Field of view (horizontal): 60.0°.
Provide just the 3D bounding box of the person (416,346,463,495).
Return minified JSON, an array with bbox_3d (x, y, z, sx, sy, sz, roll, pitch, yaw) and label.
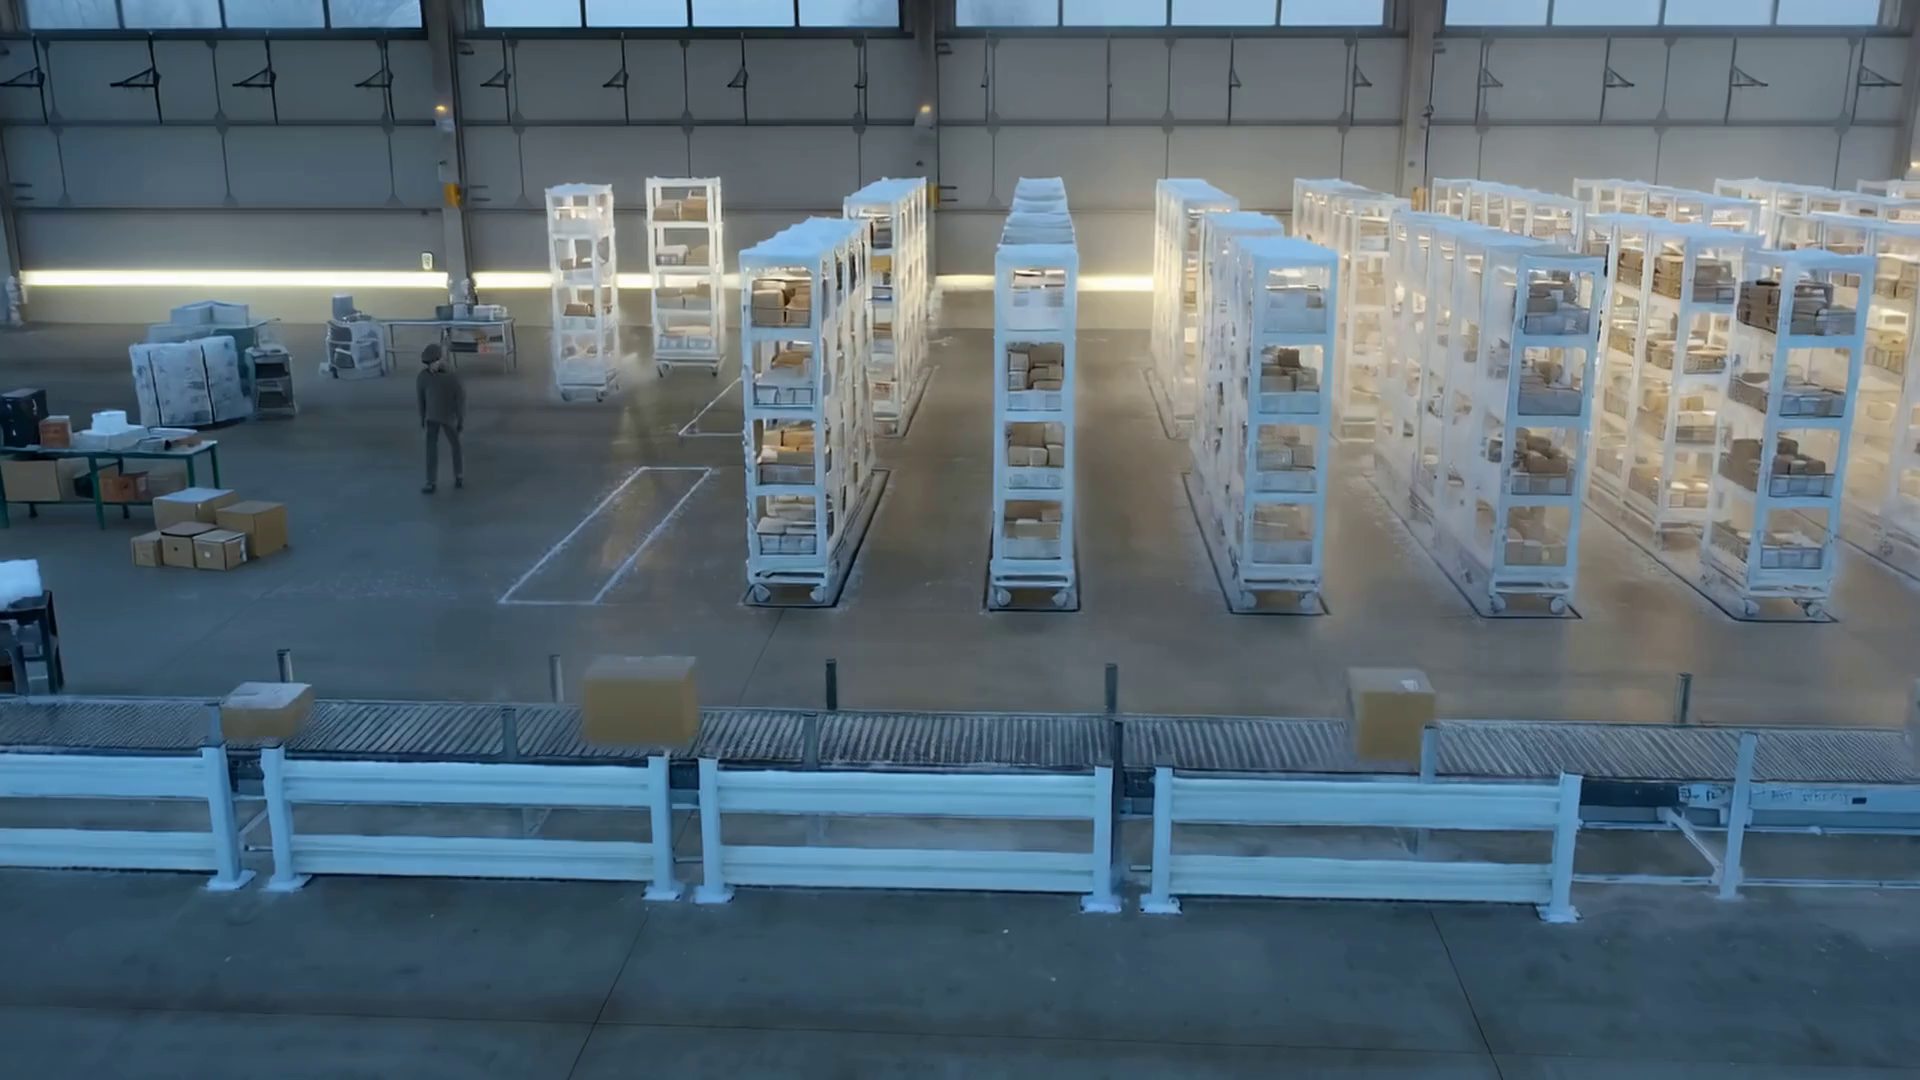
[{"bbox_3d":[-6.753,-1.553,21.612,0.646,1.933,0.974,1,15,2],"label":"person"}]
